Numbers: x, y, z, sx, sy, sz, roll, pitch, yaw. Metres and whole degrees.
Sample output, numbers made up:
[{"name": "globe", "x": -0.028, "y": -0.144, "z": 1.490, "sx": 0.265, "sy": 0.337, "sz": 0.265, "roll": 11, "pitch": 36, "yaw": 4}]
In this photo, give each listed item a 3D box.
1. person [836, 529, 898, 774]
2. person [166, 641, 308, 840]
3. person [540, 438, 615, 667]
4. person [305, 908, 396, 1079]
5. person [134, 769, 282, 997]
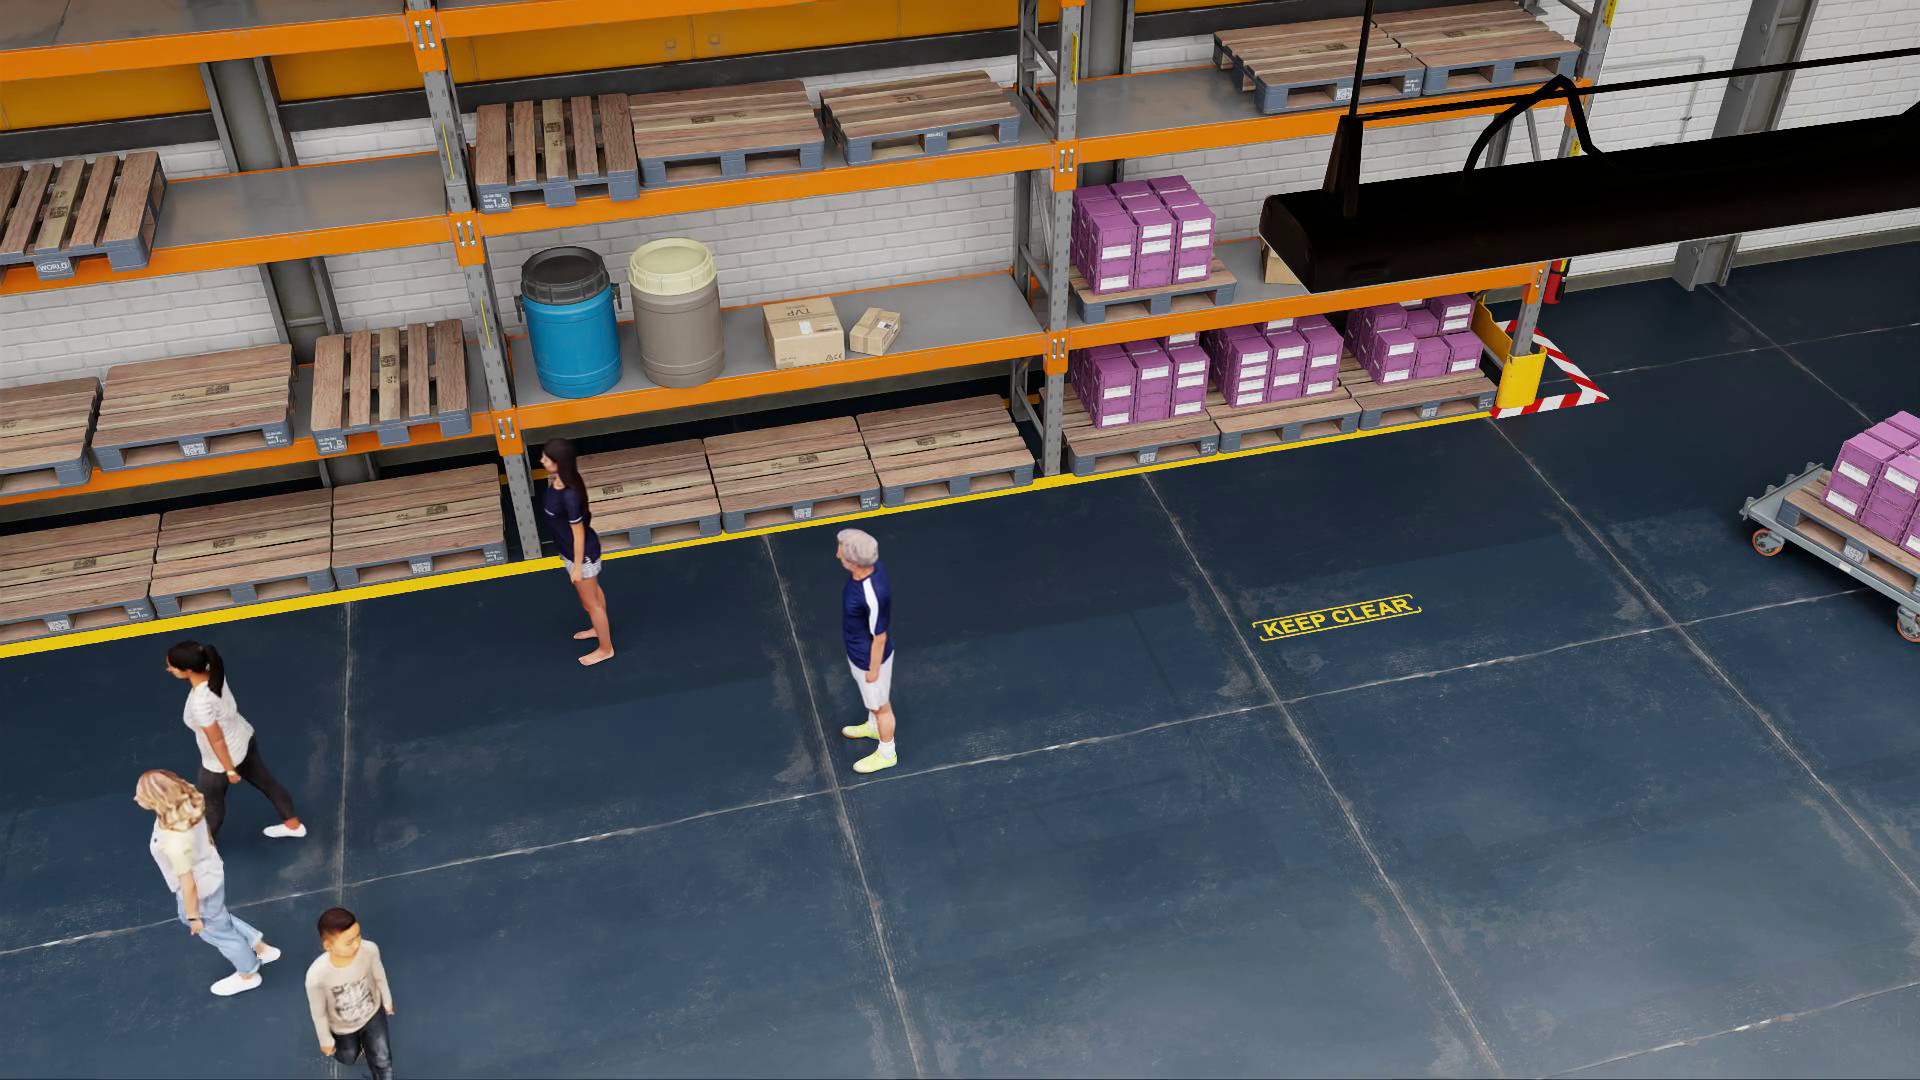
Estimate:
[{"name": "person", "x": -0.553, "y": 0.652, "z": 10.121, "sx": 0.536, "sy": 1.833, "sz": 0.626, "roll": -8, "pitch": 39, "yaw": -10}, {"name": "person", "x": -4.138, "y": 1.202, "z": 9.605, "sx": 1.000, "sy": 1.618, "sz": 0.675, "roll": -3, "pitch": 39, "yaw": -4}, {"name": "person", "x": -2.491, "y": 0.068, "z": 10.906, "sx": 0.523, "sy": 1.766, "sz": 0.567, "roll": -8, "pitch": 39, "yaw": -10}, {"name": "person", "x": -3.065, "y": 2.340, "z": 8.319, "sx": 0.943, "sy": 1.444, "sz": 0.877, "roll": -27, "pitch": 46, "yaw": -30}, {"name": "person", "x": -3.905, "y": 1.804, "z": 8.775, "sx": 0.642, "sy": 1.712, "sz": 0.622, "roll": -10, "pitch": 40, "yaw": -12}]
